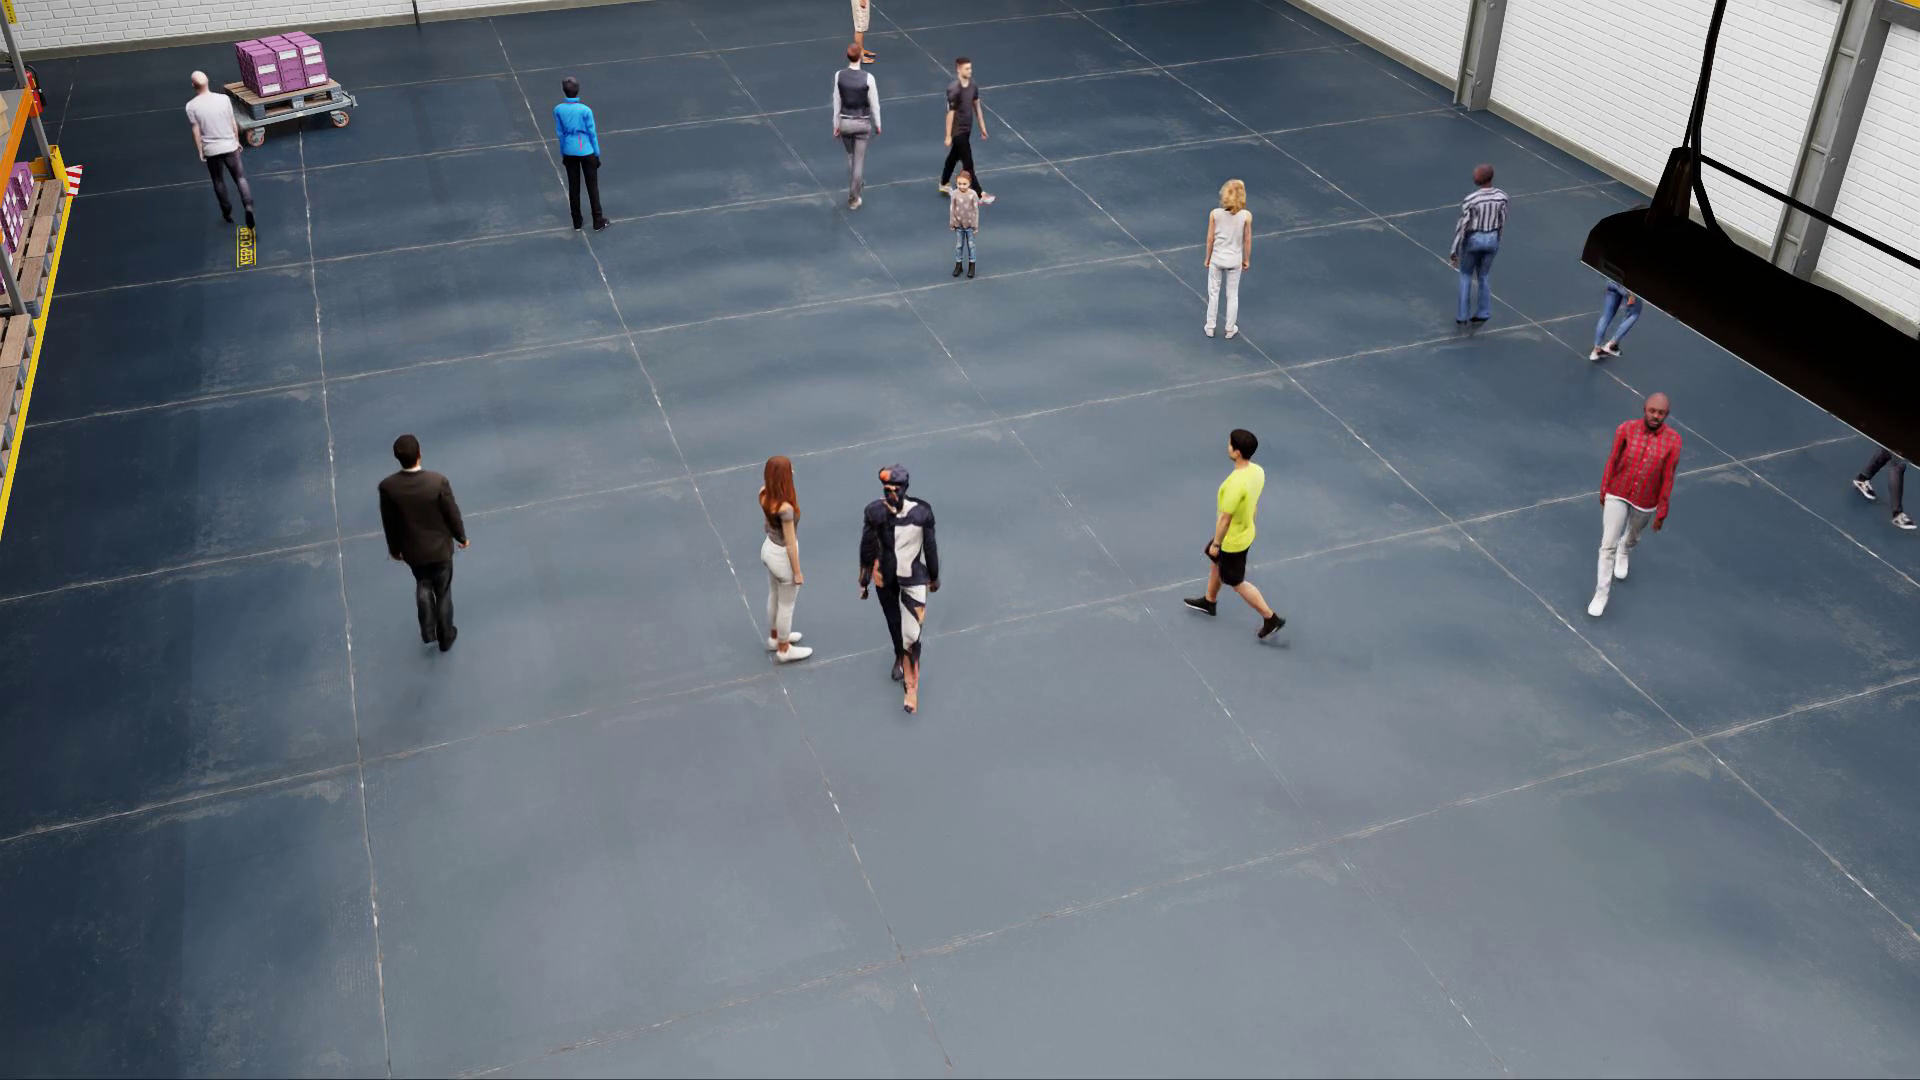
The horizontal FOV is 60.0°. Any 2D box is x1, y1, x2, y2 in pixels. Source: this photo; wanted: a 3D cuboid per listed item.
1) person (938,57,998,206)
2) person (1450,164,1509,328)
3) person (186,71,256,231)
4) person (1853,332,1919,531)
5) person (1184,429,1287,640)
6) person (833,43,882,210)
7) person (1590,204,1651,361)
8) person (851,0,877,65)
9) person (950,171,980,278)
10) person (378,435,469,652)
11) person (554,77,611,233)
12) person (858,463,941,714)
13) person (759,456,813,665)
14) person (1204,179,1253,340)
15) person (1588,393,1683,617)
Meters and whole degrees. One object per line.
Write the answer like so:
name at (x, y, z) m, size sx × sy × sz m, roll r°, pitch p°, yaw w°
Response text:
person at (-0.042, -4.848, 19.713) m, size 1.239 × 1.711 × 1.065 m, roll 22°, pitch 40°, yaw 30°
person at (5.223, -2.892, 16.733) m, size 0.727 × 1.753 × 0.631 m, roll 0°, pitch 34°, yaw 0°
person at (-8.418, -4.426, 18.987) m, size 0.823 × 1.812 × 1.145 m, roll -21°, pitch 39°, yaw -28°
person at (7.921, -1.064, 13.948) m, size 0.832 × 1.792 × 1.191 m, roll -4°, pitch 34°, yaw -6°
person at (2.140, -0.015, 12.478) m, size 1.129 × 1.672 × 1.056 m, roll 16°, pitch 37°, yaw 22°
person at (-1.255, -4.820, 19.485) m, size 1.002 × 1.918 × 1.115 m, roll 9°, pitch 35°, yaw 13°
person at (6.432, -2.478, 16.247) m, size 0.696 × 1.601 × 0.598 m, roll -18°, pitch 38°, yaw -25°
person at (-1.447, -7.945, 24.234) m, size 0.779 × 1.864 × 0.634 m, roll 1°, pitch 34°, yaw 2°
person at (0.061, -3.454, 18.082) m, size 0.546 × 1.195 × 0.582 m, roll 6°, pitch 34°, yaw 9°
person at (-3.933, 0.085, 12.220) m, size 0.791 × 1.791 × 0.787 m, roll -2°, pitch 34°, yaw -2°
person at (-4.343, -4.394, 18.955) m, size 0.689 × 1.794 × 0.687 m, roll 3°, pitch 34°, yaw 5°
person at (-0.411, 0.233, 11.934) m, size 0.995 × 1.861 × 1.126 m, roll 5°, pitch 34°, yaw 7°
person at (-1.323, 0.146, 12.195) m, size 0.682 × 1.717 × 0.531 m, roll -20°, pitch 38°, yaw -27°
person at (2.674, -2.828, 16.711) m, size 0.687 × 1.670 × 0.701 m, roll 6°, pitch 34°, yaw 9°
person at (5.239, -0.381, 12.927) m, size 1.184 × 1.784 × 1.276 m, roll 13°, pitch 36°, yaw 18°
